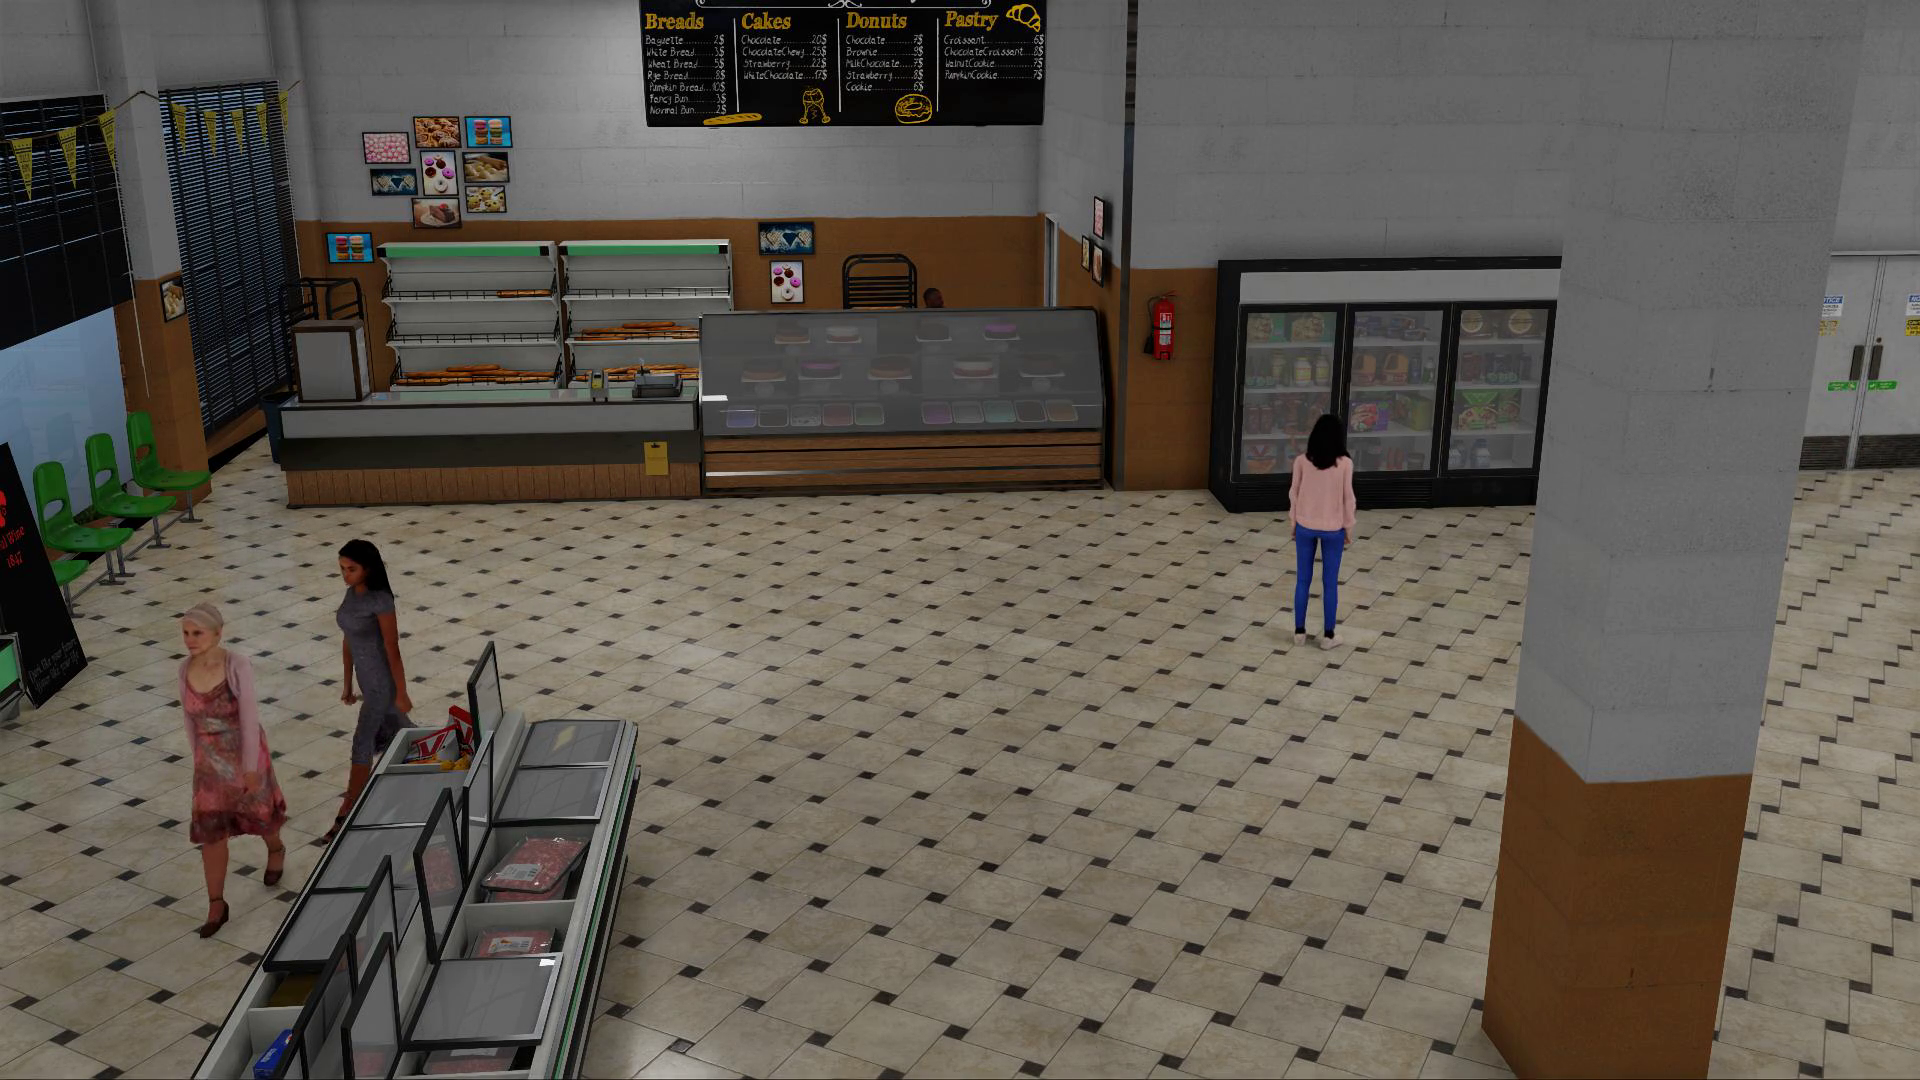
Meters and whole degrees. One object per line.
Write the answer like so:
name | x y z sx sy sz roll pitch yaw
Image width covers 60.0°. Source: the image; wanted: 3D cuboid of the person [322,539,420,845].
person | -3.183 0.827 9.400 1.041 1.729 1.095 -14 22 -39

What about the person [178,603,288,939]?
person | -3.712 1.117 8.581 0.615 1.650 1.033 0 17 -1

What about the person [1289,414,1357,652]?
person | 2.655 -0.066 12.275 0.731 1.768 0.729 8 19 25
